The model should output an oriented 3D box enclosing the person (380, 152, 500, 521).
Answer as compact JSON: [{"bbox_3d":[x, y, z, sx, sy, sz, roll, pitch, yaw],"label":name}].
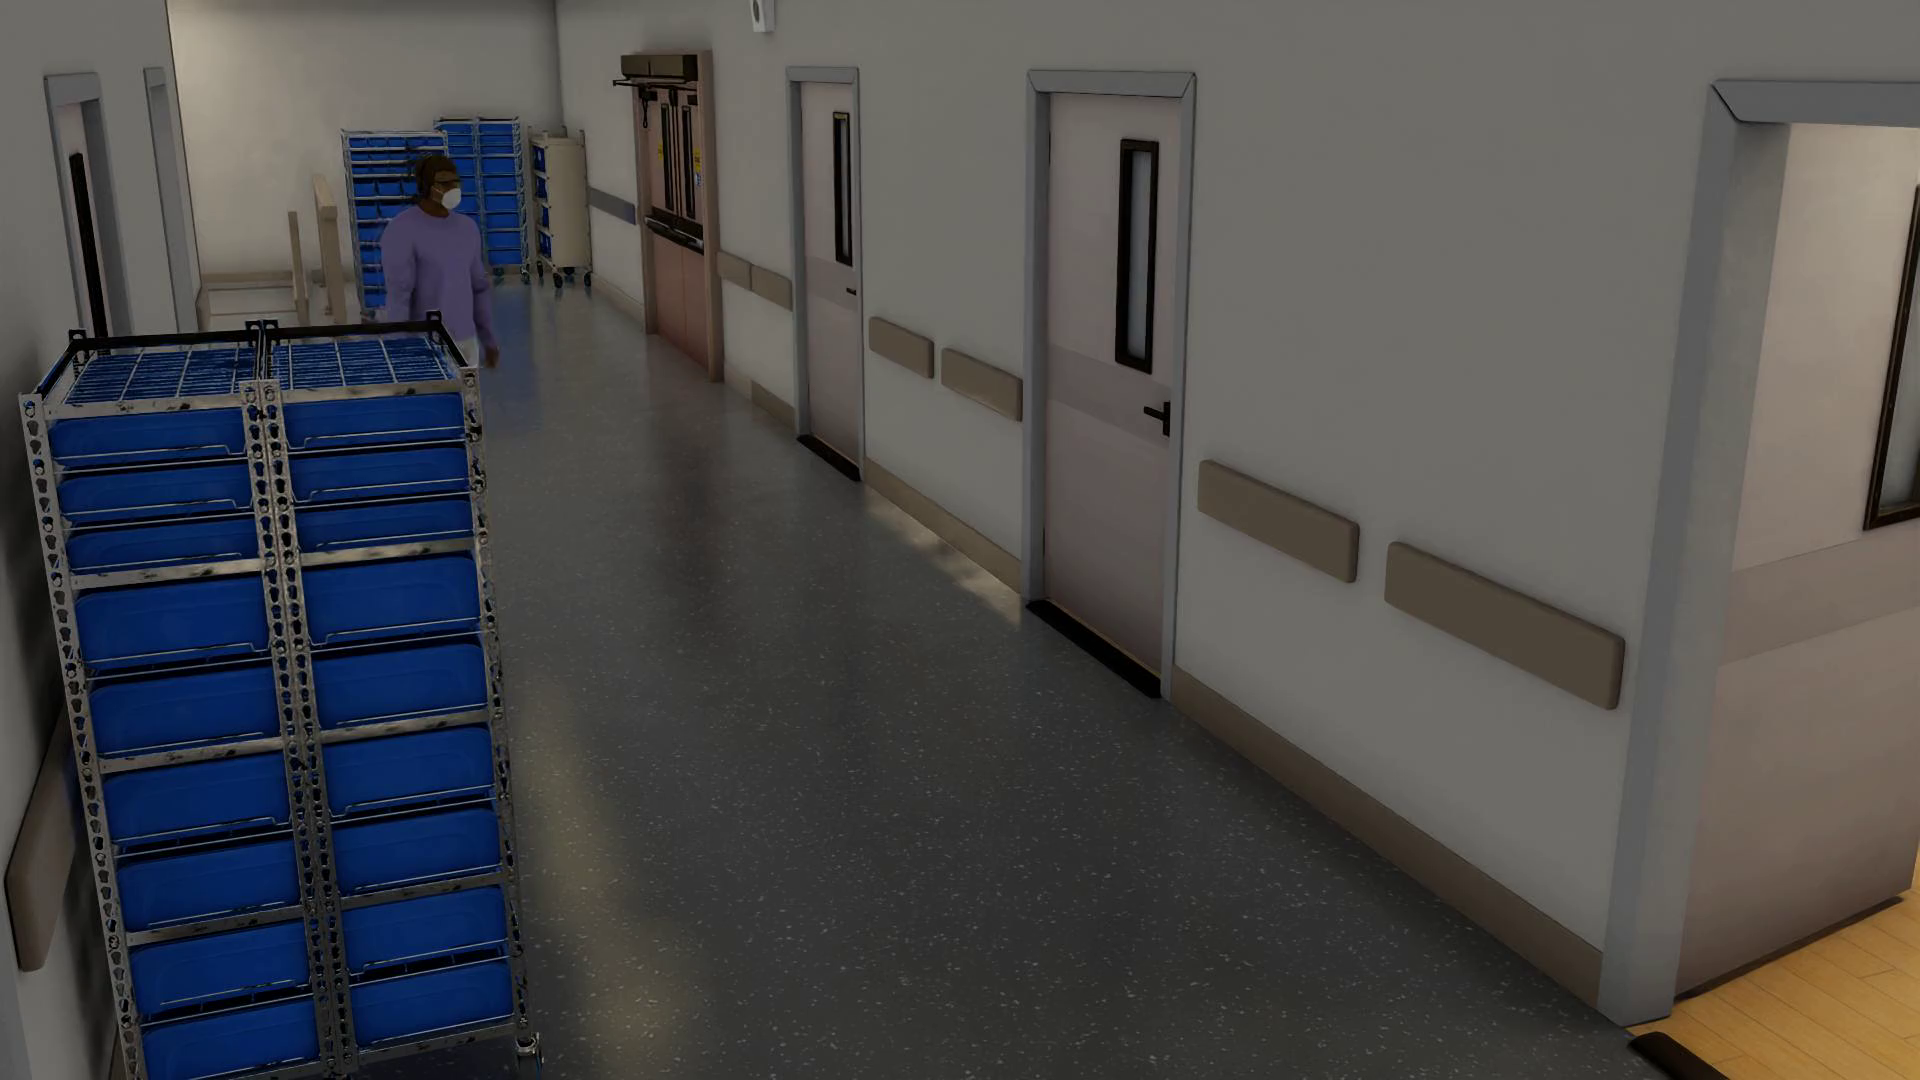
[{"bbox_3d":[-2.582,-1.000,8.518,0.515,1.925,0.654,6,17,21],"label":"person"}]
